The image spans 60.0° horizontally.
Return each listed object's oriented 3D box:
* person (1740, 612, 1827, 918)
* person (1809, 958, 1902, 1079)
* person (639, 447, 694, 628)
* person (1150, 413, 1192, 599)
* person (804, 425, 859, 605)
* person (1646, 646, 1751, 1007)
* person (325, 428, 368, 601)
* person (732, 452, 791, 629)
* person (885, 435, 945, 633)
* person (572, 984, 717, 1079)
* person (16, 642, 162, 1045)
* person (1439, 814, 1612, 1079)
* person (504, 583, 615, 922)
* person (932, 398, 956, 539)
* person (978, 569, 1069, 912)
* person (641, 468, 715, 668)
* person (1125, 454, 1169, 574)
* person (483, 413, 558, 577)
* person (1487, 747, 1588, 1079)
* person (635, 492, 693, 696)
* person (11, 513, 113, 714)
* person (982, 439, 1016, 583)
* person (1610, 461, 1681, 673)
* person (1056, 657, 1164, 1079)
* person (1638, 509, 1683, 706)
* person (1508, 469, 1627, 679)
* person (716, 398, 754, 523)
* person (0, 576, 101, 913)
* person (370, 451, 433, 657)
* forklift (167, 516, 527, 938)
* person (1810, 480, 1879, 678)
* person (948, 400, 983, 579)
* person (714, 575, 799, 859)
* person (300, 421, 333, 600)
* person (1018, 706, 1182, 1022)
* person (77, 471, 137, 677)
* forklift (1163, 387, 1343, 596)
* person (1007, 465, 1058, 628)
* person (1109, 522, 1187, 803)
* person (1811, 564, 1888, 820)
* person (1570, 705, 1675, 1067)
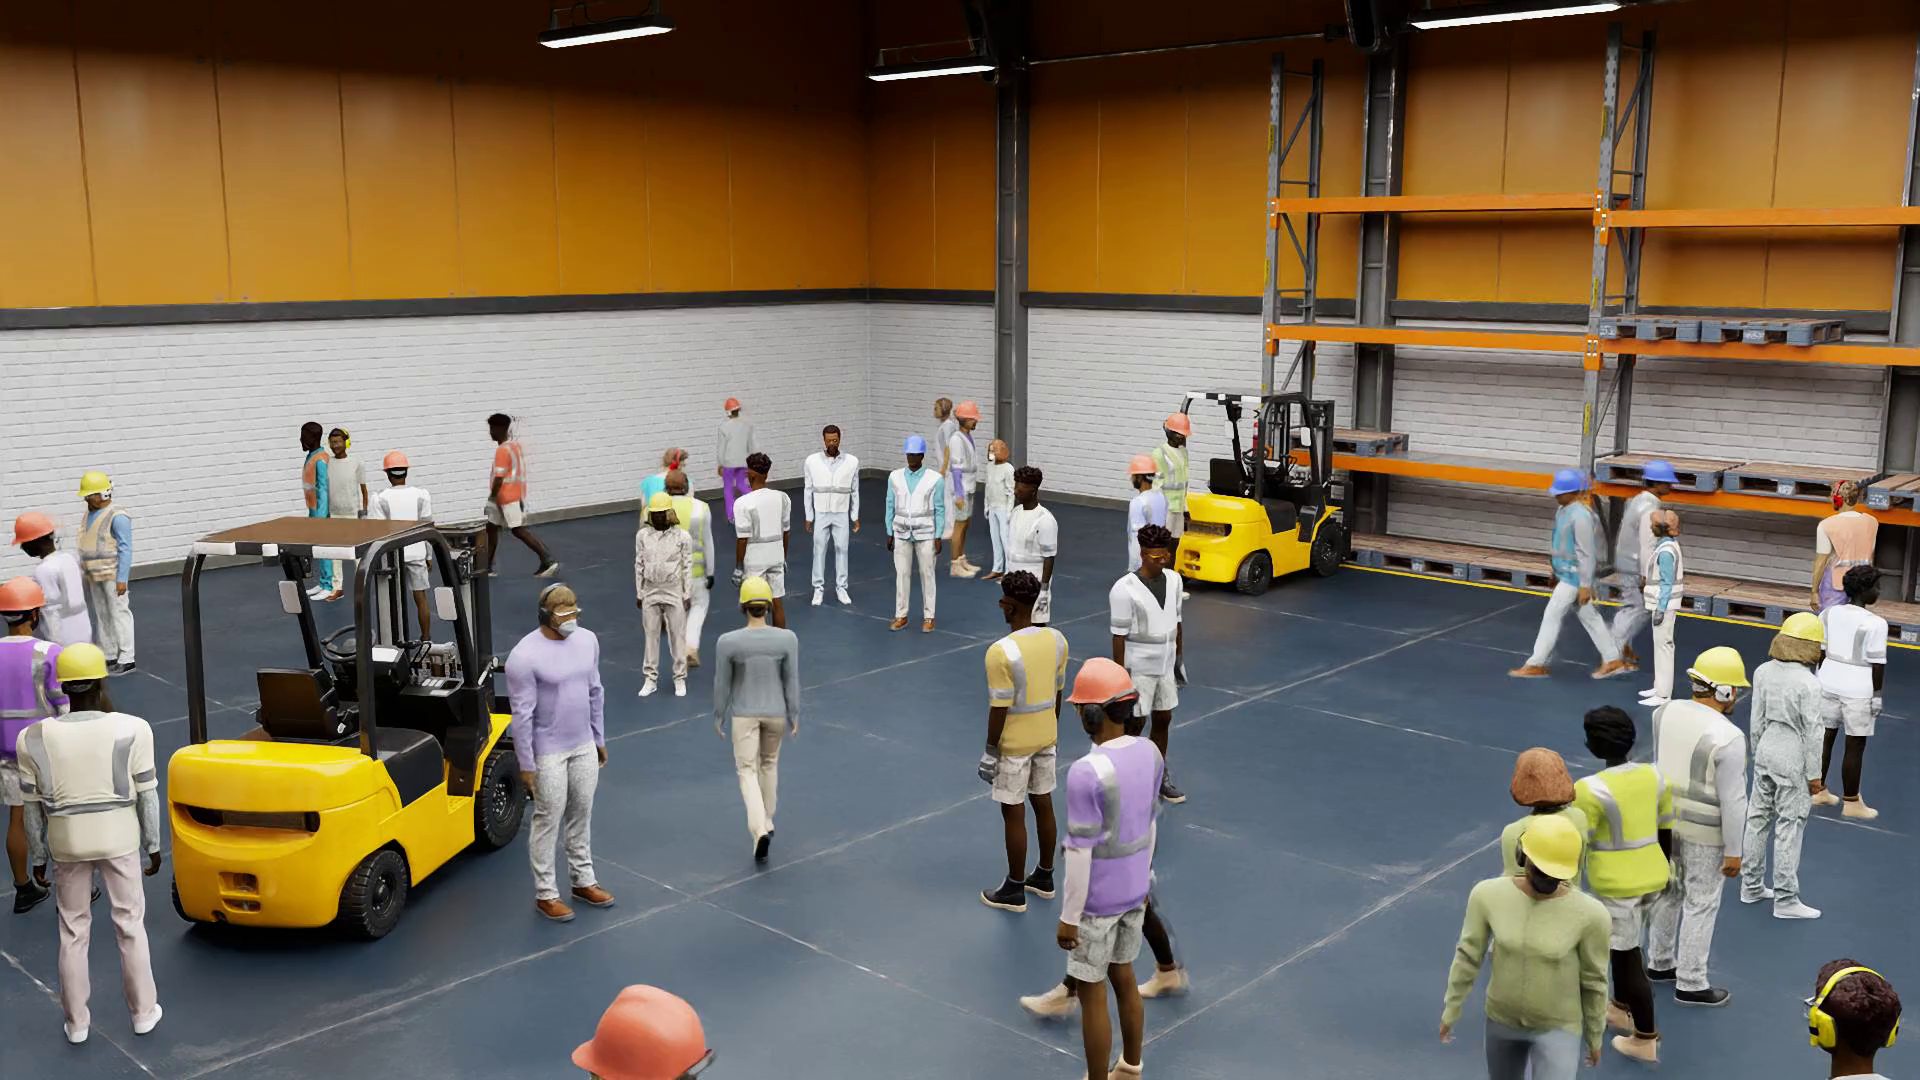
[{"bbox_3d":[4.696,1.264,9.421,0.311,1.735,0.484,-3,10,-17],"label":"person"},{"bbox_3d":[2.379,2.057,4.556,0.510,1.861,0.324,-2,10,-11],"label":"person"},{"bbox_3d":[-2.932,-0.011,16.468,0.608,1.812,0.629,3,11,19],"label":"person"},{"bbox_3d":[2.275,-0.344,17.727,0.390,2.034,0.605,8,13,38],"label":"person"},{"bbox_3d":[-1.357,-0.271,17.631,0.587,1.920,0.392,-2,10,-9],"label":"person"},{"bbox_3d":[3.682,1.420,8.294,0.403,1.821,0.602,-3,10,-15],"label":"person"},{"bbox_3d":[-6.576,-0.272,17.775,0.517,1.873,0.334,0,10,0],"label":"person"},{"bbox_3d":[-1.778,0.194,14.855,0.365,1.965,0.608,9,14,42],"label":"person"},{"bbox_3d":[-0.442,-0.061,16.349,0.605,1.951,0.384,3,10,15],"label":"person"},{"bbox_3d":[-0.729,2.052,4.043,0.369,2.044,0.615,7,12,36],"label":"person"},{"bbox_3d":[-4.124,1.436,7.934,0.584,1.918,0.407,-3,11,-19],"label":"person"},{"bbox_3d":[2.113,1.832,6.262,0.580,1.735,0.818,7,12,36],"label":"person"},{"bbox_3d":[-2.245,1.180,9.360,0.386,1.930,0.631,7,12,34],"label":"person"},{"bbox_3d":[-0.189,-0.928,21.639,0.387,1.831,0.554,0,10,-2],"label":"person"},{"bbox_3d":[0.350,1.135,9.491,0.367,1.966,0.604,10,14,44],"label":"person"},{"bbox_3d":[-2.481,0.276,14.748,0.637,1.830,0.438,0,10,2],"label":"person"},{"bbox_3d":[1.644,0.184,14.998,0.378,1.932,0.551,7,12,34],"label":"person"},{"bbox_3d":[-5.122,-0.504,18.988,1.023,1.916,0.610,-2,10,-11],"label":"person"},{"bbox_3d":[2.504,1.696,7.240,0.499,1.635,0.287,-6,12,-32],"label":"person"},{"bbox_3d":[-2.493,0.457,13.985,0.483,1.745,0.301,0,10,2],"label":"person"},{"bbox_3d":[-6.584,0.723,12.096,0.957,1.869,0.585,0,10,-3],"label":"person"},{"bbox_3d":[0.447,-0.328,18.803,0.277,1.627,0.505,-7,12,-34],"label":"person"},{"bbox_3d":[6.042,0.239,14.777,0.567,1.912,0.621,3,10,15],"label":"person"},{"bbox_3d":[0.617,1.509,7.195,0.403,2.030,0.612,8,13,37],"label":"person"},{"bbox_3d":[5.790,0.557,13.721,0.311,1.636,0.523,4,11,24],"label":"person"},{"bbox_3d":[5.369,0.310,14.472,0.990,1.894,0.625,2,10,10],"label":"person"},{"bbox_3d":[-3.046,-1.078,22.760,0.570,1.736,0.551,-9,13,-40],"label":"person"},{"bbox_3d":[-5.236,1.162,9.419,0.544,1.939,0.353,0,10,2],"label":"person"},{"bbox_3d":[-5.109,0.143,15.248,0.542,1.930,0.367,-6,12,-31],"label":"person"},{"bbox_3d":[-3.583,0.976,9.748,1.214,2.155,2.313,2,10,11],"label":"forklift"},{"bbox_3d":[7.414,0.414,13.982,0.560,1.836,0.394,-2,10,-13],"label":"person"},{"bbox_3d":[0.071,-0.586,19.082,0.396,2.038,0.615,2,10,12],"label":"person"},{"bbox_3d":[-1.256,1.108,10.396,0.531,1.765,0.811,-3,10,-16],"label":"person"},{"bbox_3d":[-6.899,-0.322,17.927,0.391,1.920,0.593,-6,12,-30],"label":"person"},{"bbox_3d":[0.733,1.525,8.167,0.888,1.647,0.546,-2,10,-9],"label":"person"},{"bbox_3d":[-7.550,0.294,14.692,0.588,1.823,0.403,6,12,33],"label":"person"},{"bbox_3d":[3.298,-0.608,18.767,1.214,2.155,2.313,9,13,42],"label":"forklift"},{"bbox_3d":[0.573,0.347,13.981,0.367,1.966,0.605,-6,12,-31],"label":"person"},{"bbox_3d":[1.274,0.844,11.206,0.615,1.951,0.388,-7,12,-36],"label":"person"},{"bbox_3d":[5.901,0.996,11.040,0.322,1.699,0.536,-3,10,-18],"label":"person"},{"bbox_3d":[3.057,1.584,7.771,0.550,1.665,0.614,-5,11,-27],"label":"person"}]
